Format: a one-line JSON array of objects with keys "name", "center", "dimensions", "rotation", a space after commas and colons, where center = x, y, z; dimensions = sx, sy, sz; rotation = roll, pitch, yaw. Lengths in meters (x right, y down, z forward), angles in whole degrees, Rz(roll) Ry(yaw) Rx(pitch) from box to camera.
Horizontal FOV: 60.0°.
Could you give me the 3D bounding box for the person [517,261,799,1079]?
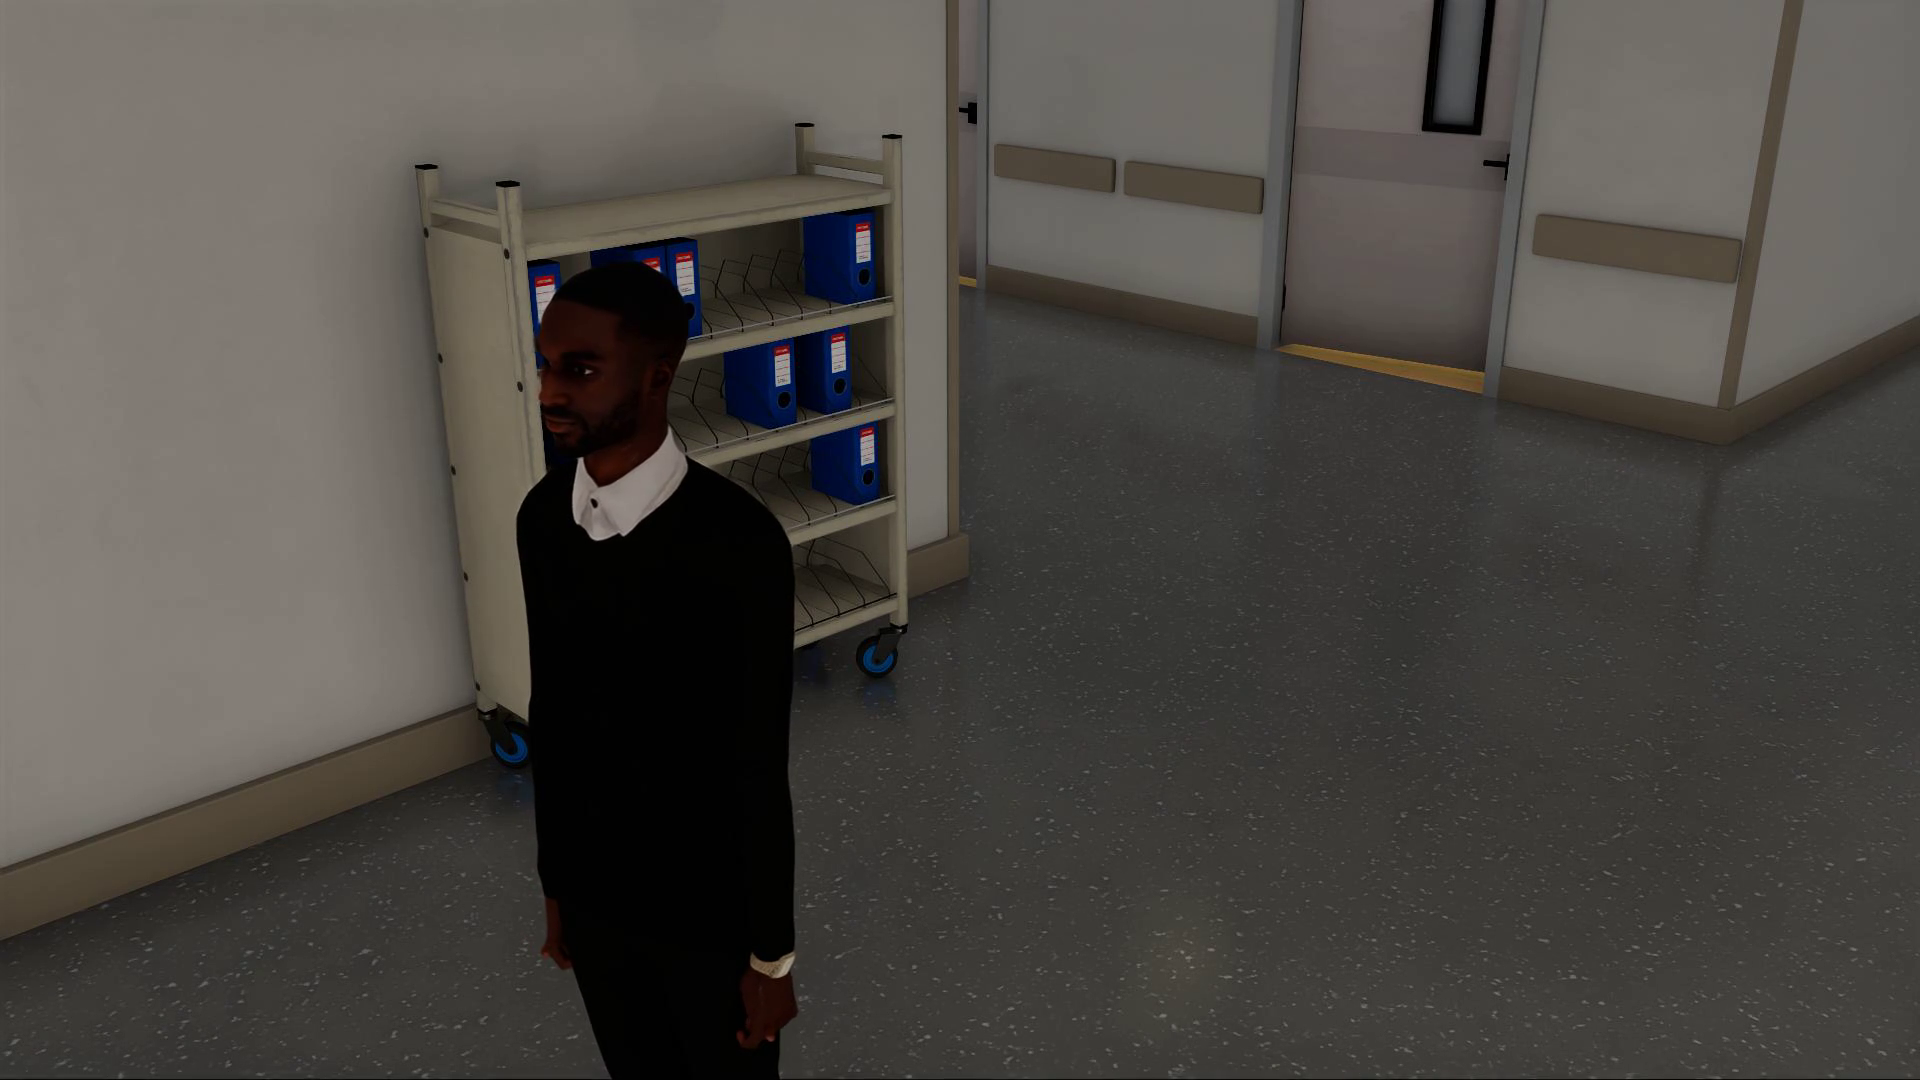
[{"name": "person", "center": [-0.402, 0.484, 2.421], "dimensions": [0.673, 1.808, 0.628], "rotation": [12, 24, 29]}]
